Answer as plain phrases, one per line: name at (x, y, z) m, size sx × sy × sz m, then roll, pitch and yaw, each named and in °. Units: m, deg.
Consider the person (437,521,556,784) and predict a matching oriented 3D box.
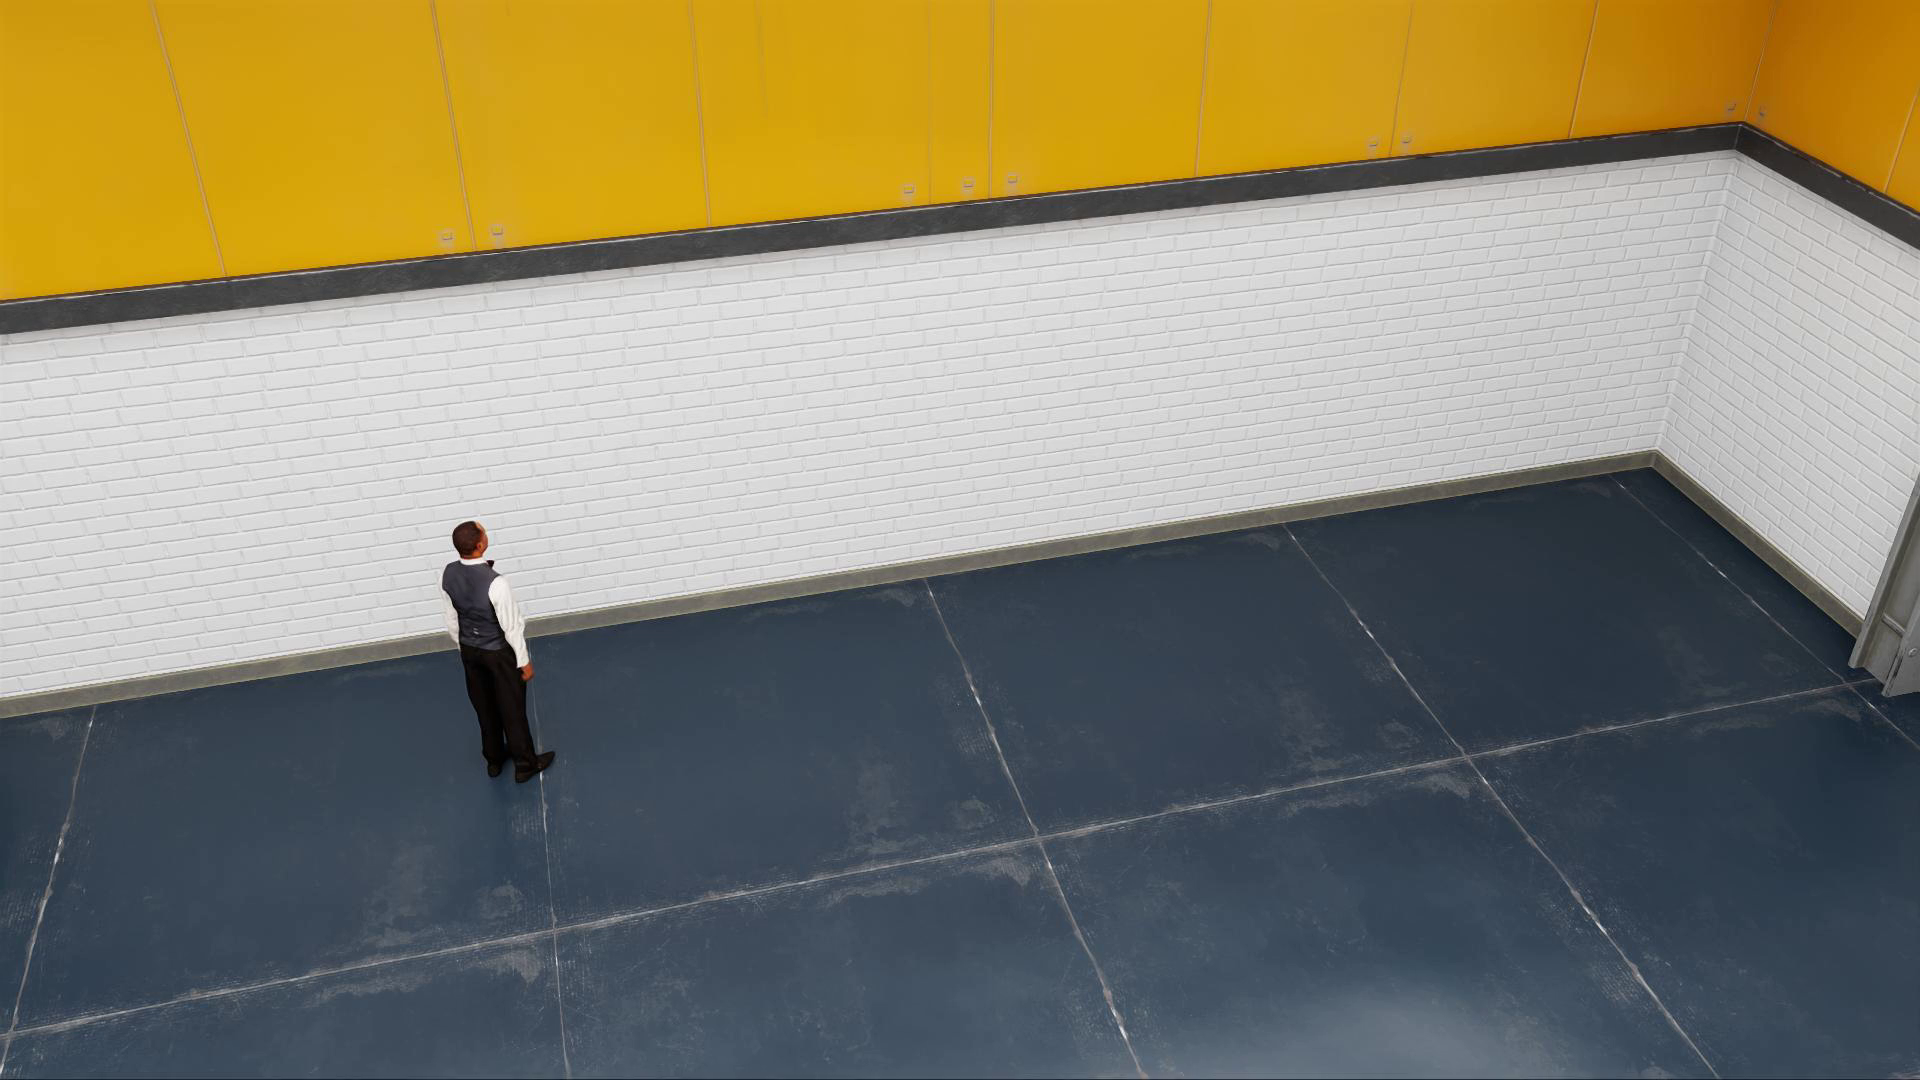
person at (-2.967, 0.711, 10.511) m, size 0.782 × 1.919 × 0.795 m, roll 11°, pitch 35°, yaw 16°
